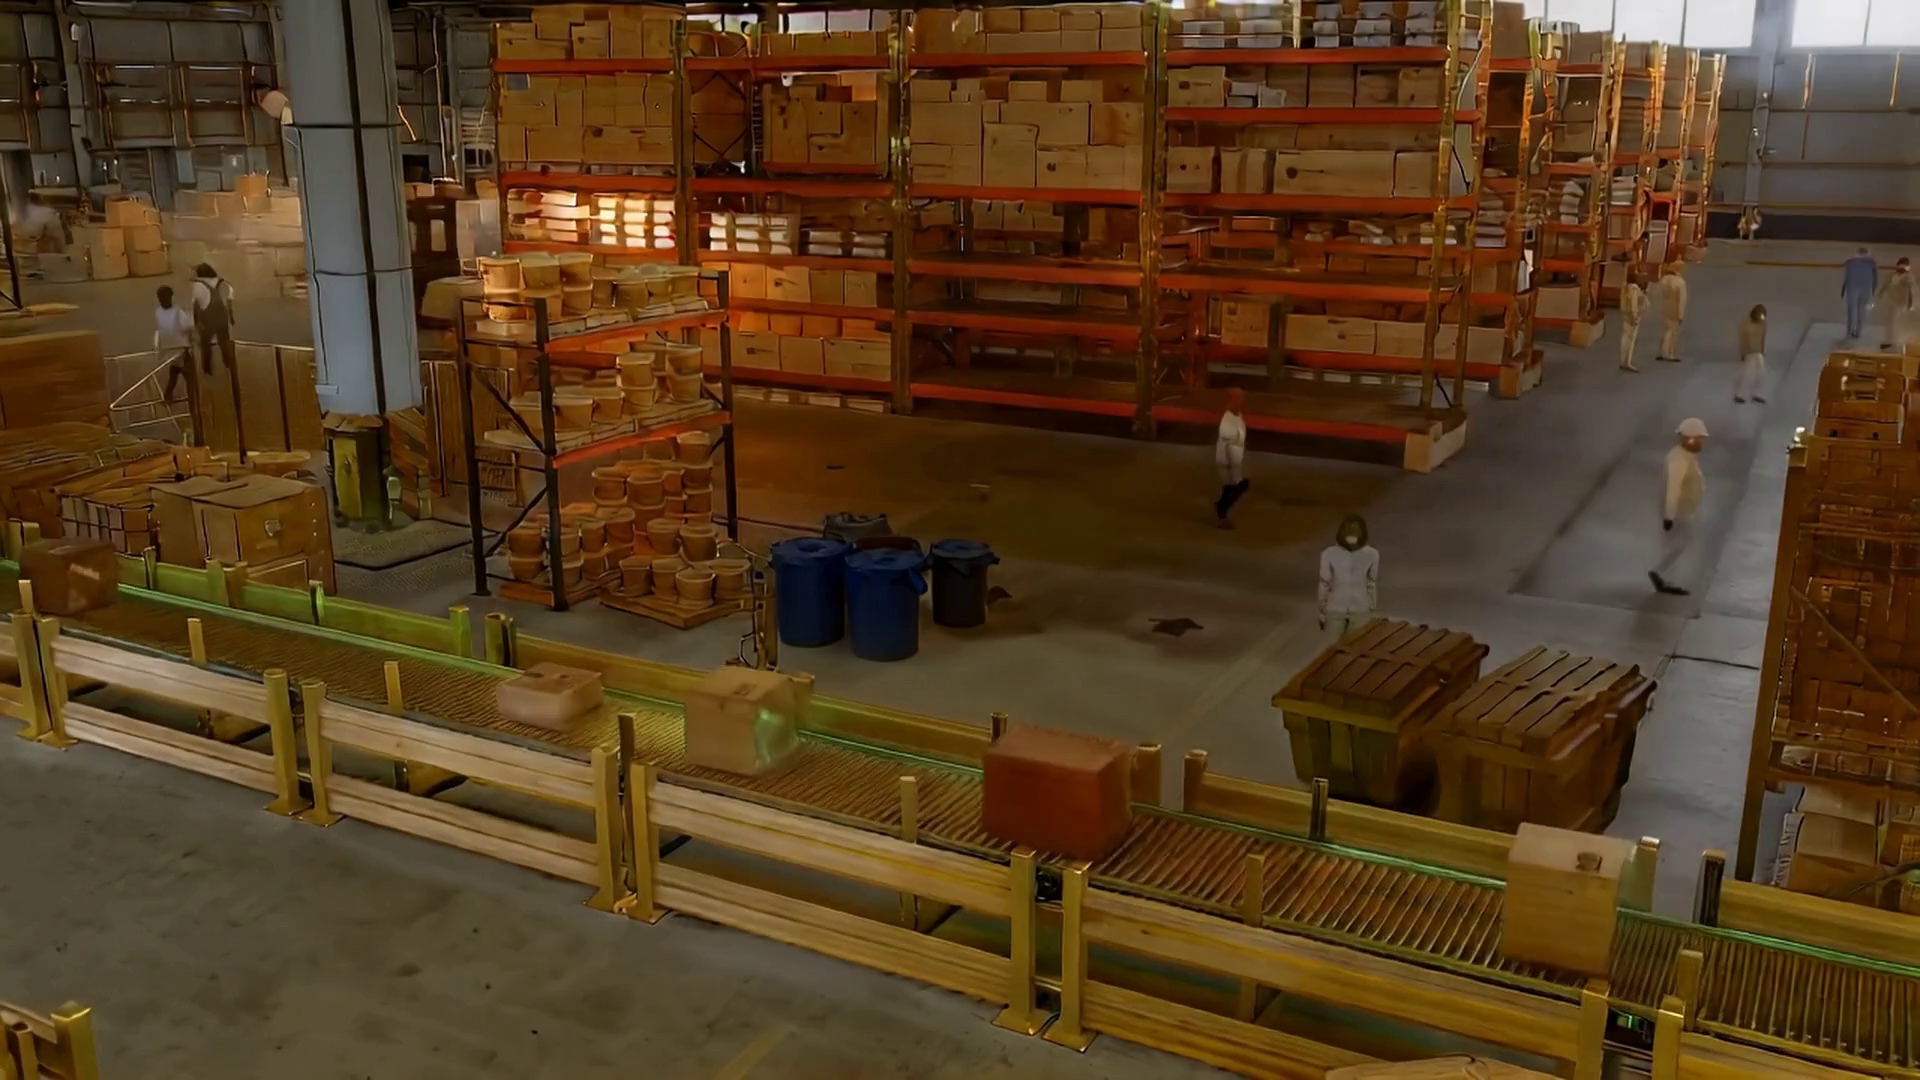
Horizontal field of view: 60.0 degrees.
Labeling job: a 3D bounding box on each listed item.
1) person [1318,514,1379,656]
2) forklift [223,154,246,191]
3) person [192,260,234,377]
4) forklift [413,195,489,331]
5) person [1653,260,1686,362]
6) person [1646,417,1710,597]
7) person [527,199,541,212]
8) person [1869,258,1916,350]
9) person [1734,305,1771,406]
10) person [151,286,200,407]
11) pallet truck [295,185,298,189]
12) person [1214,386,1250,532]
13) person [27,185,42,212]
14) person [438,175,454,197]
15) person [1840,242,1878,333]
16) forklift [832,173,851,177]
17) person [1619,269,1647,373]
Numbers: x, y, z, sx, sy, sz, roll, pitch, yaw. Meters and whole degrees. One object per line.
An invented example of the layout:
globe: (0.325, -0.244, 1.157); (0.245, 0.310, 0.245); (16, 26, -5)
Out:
person: (3.090, 0.585, 13.290); (0.499, 1.632, 0.285); (-3, 15, -10)
forklift: (-26.376, -12.683, 60.780); (1.129, 2.768, 1.873); (10, 18, 34)
person: (-13.276, -3.941, 29.524); (0.535, 2.000, 0.714); (11, 19, 36)
forklift: (-10.977, -5.859, 35.125); (1.873, 2.768, 1.129); (8, 17, 28)
person: (13.300, -4.276, 31.059); (0.400, 1.902, 0.642); (-5, 16, -18)
person: (7.088, -0.311, 16.308); (0.421, 1.816, 0.597); (6, 16, 22)
person: (-13.787, -10.413, 54.074); (0.651, 1.920, 0.529); (12, 19, 38)
person: (18.159, -4.604, 32.490); (0.899, 1.778, 0.681); (-8, 17, -28)
person: (12.729, -2.939, 26.569); (0.534, 1.604, 0.714); (-6, 16, -20)
person: (-12.629, -3.097, 26.605); (0.625, 1.904, 1.042); (7, 16, 23)
pallet truck: (-26.804, -14.617, 69.738); (1.885, 1.965, 0.823); (-14, 20, -42)
person: (3.082, -0.913, 18.827); (0.383, 1.679, 0.548); (6, 16, 21)
person: (-32.021, -11.339, 57.636); (0.978, 1.895, 0.547); (1, 15, 3)
person: (-20.144, -13.362, 65.258); (0.645, 1.887, 1.044); (-13, 20, -40)
person: (18.783, -5.268, 34.790); (0.670, 1.887, 0.435); (9, 17, 30)
forklift: (-4.317, -12.754, 61.044); (1.873, 2.768, 1.129); (8, 17, 28)
person: (12.119, -3.949, 29.937); (0.430, 1.844, 0.624); (5, 16, 18)
